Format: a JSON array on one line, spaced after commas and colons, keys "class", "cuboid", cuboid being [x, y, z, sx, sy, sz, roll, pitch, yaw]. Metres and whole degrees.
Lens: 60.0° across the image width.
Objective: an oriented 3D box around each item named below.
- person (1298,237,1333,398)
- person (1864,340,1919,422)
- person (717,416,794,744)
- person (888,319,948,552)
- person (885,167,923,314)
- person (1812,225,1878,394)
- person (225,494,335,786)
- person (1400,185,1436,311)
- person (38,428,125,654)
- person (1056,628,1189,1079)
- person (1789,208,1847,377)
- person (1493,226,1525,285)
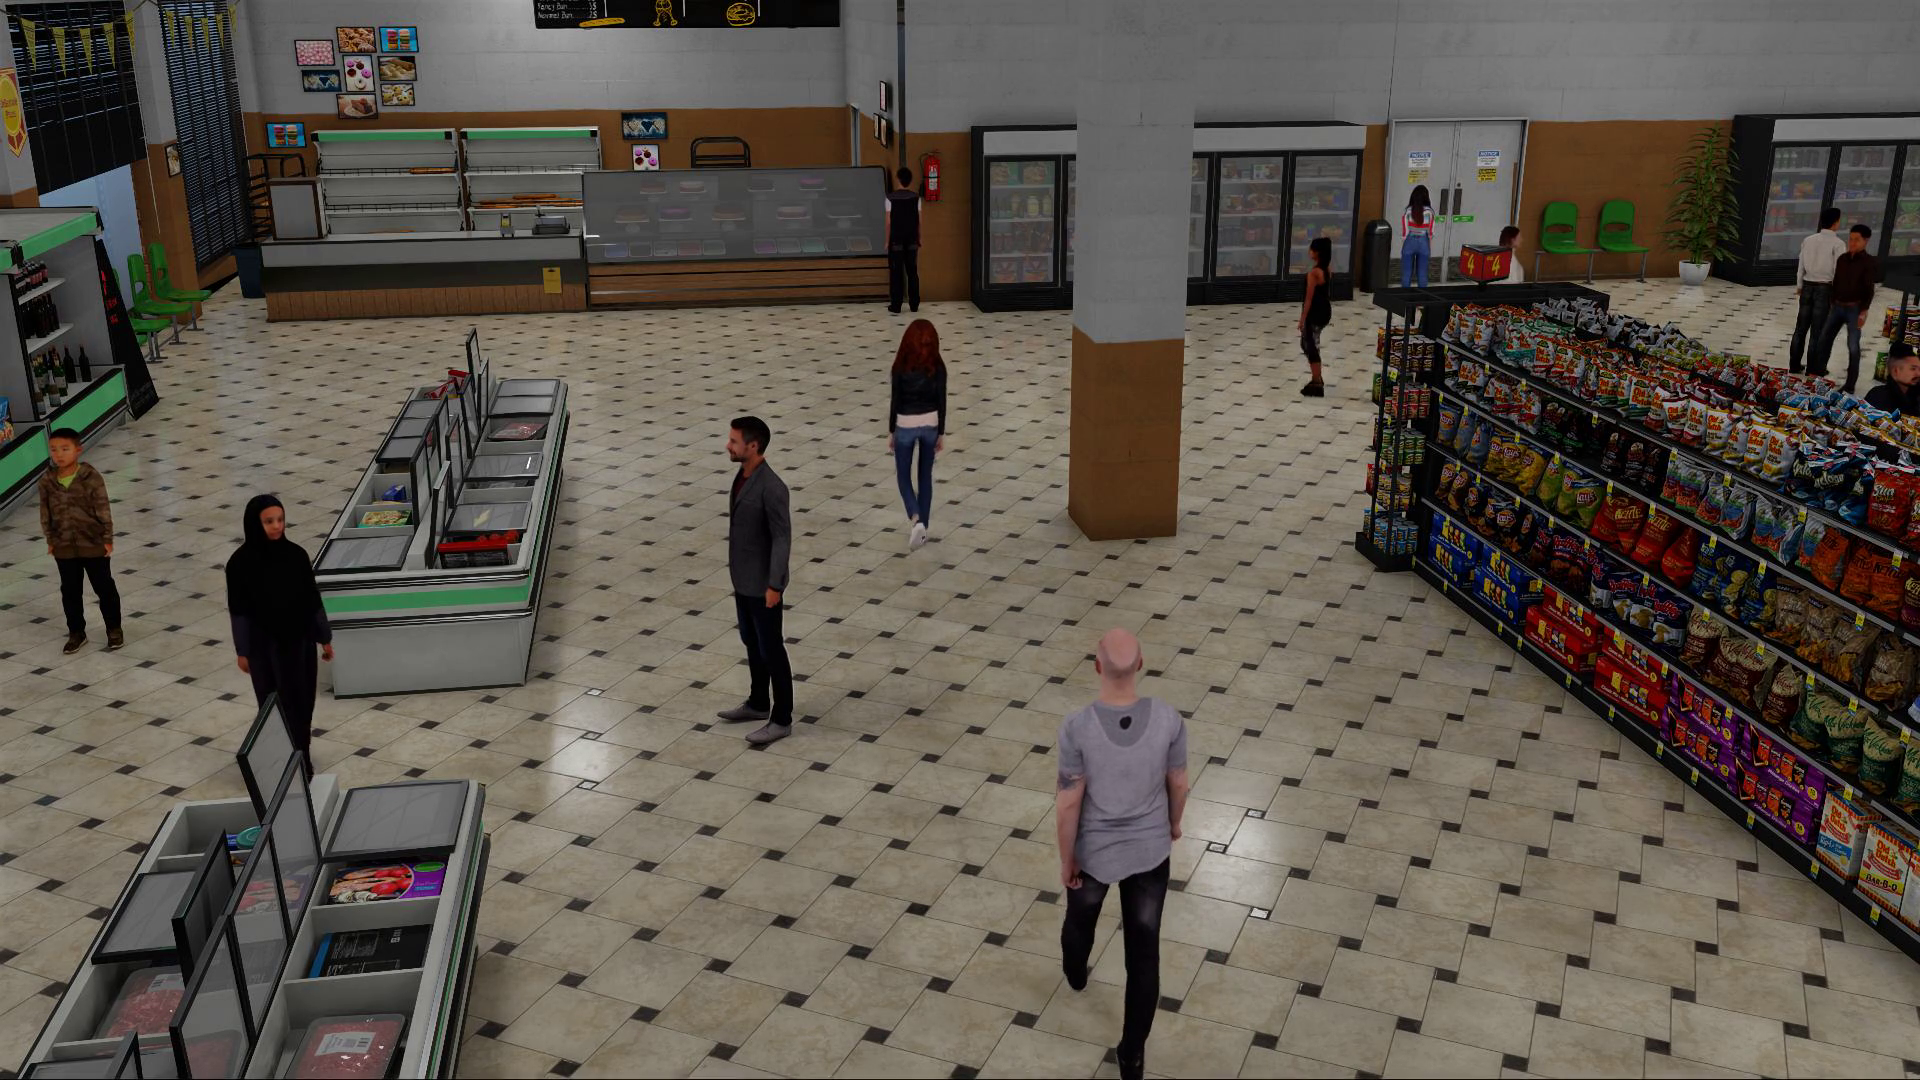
[{"class": "person", "cuboid": [3.732, -2.276, 17.054, 0.762, 1.652, 0.696, 12, 22, 31]}, {"class": "person", "cuboid": [6.254, -0.443, 11.293, 0.841, 1.858, 0.834, -12, 22, -31]}, {"class": "person", "cuboid": [-1.135, 0.207, 9.343, 0.826, 1.873, 0.668, -11, 21, -29]}, {"class": "person", "cuboid": [-0.316, -0.735, 12.303, 0.617, 1.766, 1.006, -2, 19, -6]}, {"class": "person", "cuboid": [-0.734, -3.872, 21.478, 0.691, 1.848, 0.613, -6, 20, -18]}, {"class": "person", "cuboid": [9.207, -2.348, 17.110, 0.883, 1.751, 0.933, -9, 20, -24]}, {"class": "person", "cuboid": [-3.626, 0.518, 8.822, 0.937, 1.616, 1.060, -17, 25, -41]}, {"class": "person", "cuboid": [5.951, -3.819, 21.689, 0.652, 1.614, 0.634, 4, 19, 12]}, {"class": "person", "cuboid": [-5.628, -0.009, 10.636, 0.588, 1.455, 0.586, -5, 19, -14]}, {"class": "person", "cuboid": [0.628, 1.247, 6.382, 0.824, 1.795, 1.182, 0, 19, 1]}, {"class": "person", "cuboid": [9.307, -2.696, 18.049, 0.794, 1.811, 0.620, -10, 21, -28]}, {"class": "person", "cuboid": [5.633, -2.437, 17.499, 0.846, 1.671, 0.974, 2, 19, 5]}]
